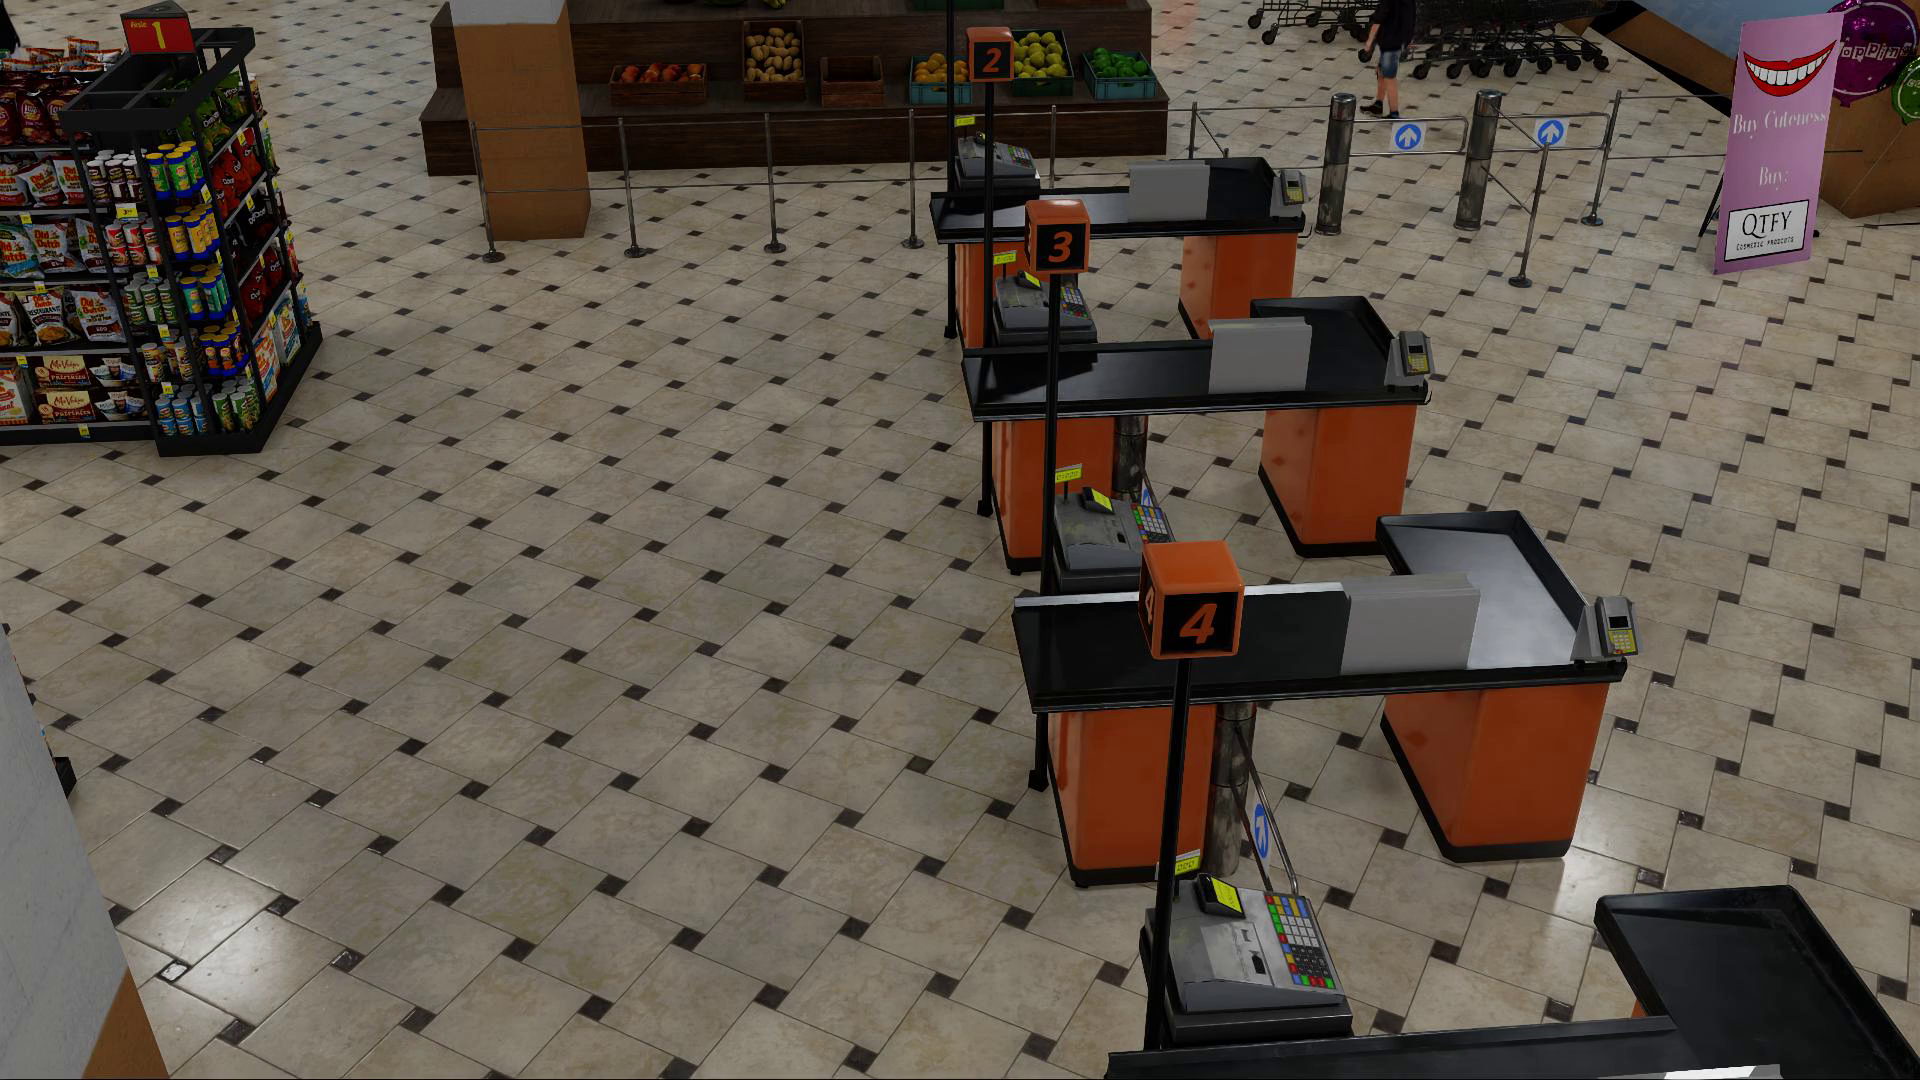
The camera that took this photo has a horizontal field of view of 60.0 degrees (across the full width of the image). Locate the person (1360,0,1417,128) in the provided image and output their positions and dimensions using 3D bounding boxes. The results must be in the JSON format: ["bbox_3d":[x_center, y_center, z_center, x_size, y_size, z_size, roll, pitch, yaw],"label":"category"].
[{"bbox_3d":[3.718,-4.210,14.074,0.768,1.429,0.811,-26,40,-35],"label":"person"}]
